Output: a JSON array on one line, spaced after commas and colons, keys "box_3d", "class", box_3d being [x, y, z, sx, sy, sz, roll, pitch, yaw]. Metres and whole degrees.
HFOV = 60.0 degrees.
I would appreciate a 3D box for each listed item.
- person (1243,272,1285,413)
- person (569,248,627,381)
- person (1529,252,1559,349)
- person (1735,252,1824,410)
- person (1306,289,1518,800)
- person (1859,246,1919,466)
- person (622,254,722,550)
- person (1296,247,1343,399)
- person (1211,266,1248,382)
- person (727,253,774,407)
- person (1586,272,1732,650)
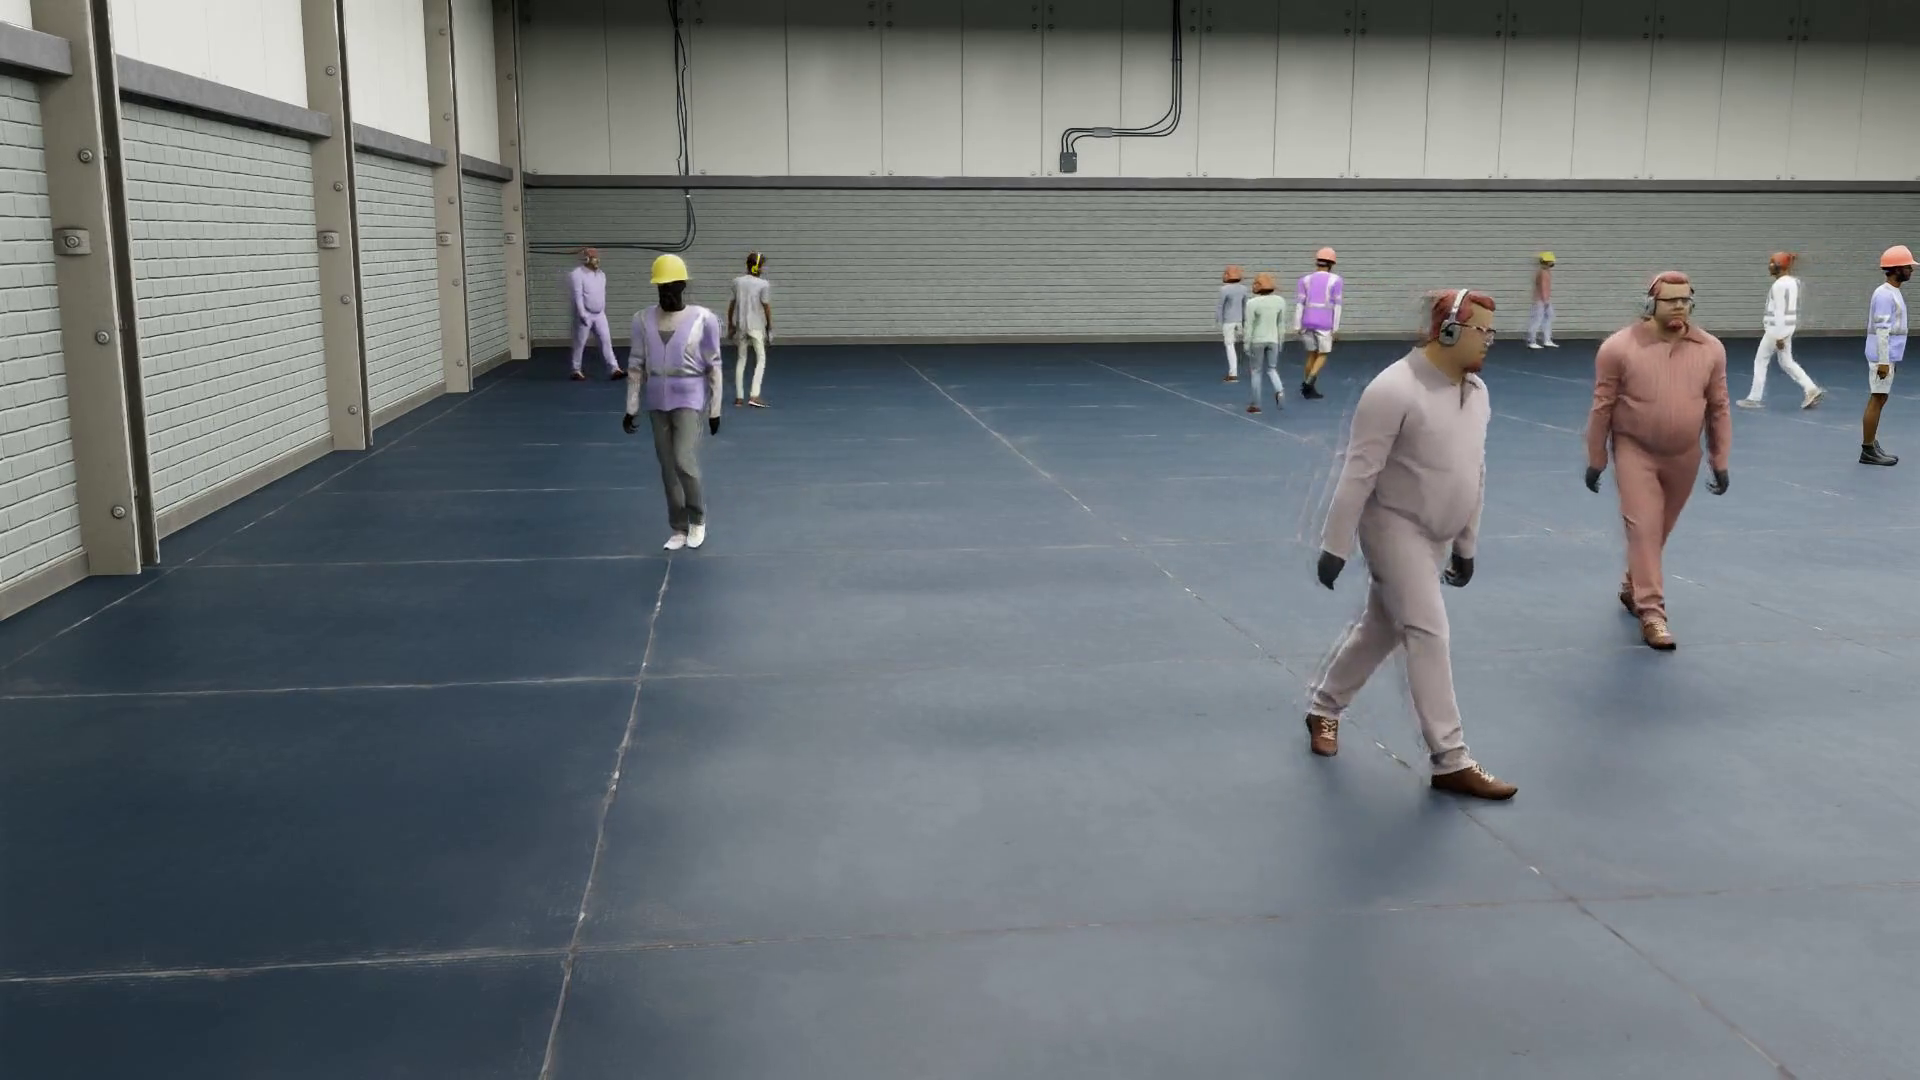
[{"box_3d": [3.483, -2.241, 18.986, 0.521, 1.619, 0.500, -3, 11, -18], "class": "person"}, {"box_3d": [-5.120, -3.140, 23.291, 0.986, 1.858, 0.651, 8, 13, 38], "class": "person"}, {"box_3d": [10.648, -4.330, 30.092, 0.642, 1.743, 0.557, 5, 11, 24], "class": "person"}, {"box_3d": [9.707, -2.453, 19.562, 0.576, 1.853, 0.878, -10, 14, -43], "class": "person"}, {"box_3d": [1.650, -0.012, 6.212, 0.954, 1.844, 0.686, 10, 14, 44], "class": "person"}, {"box_3d": [8.268, -1.639, 14.830, 0.346, 1.942, 0.546, 7, 12, 33], "class": "person"}, {"box_3d": [-1.853, -0.874, 10.711, 0.597, 1.911, 0.426, 3, 11, 18], "class": "person"}, {"box_3d": [4.420, -2.674, 20.610, 0.564, 1.905, 0.693, 8, 13, 39], "class": "person"}, {"box_3d": [3.764, -3.037, 23.386, 0.511, 1.617, 0.537, -8, 13, -37], "class": "person"}, {"box_3d": [-2.542, -2.493, 19.830, 0.588, 1.843, 0.432, 4, 11, 22], "class": "person"}, {"box_3d": [3.563, -0.436, 8.493, 0.660, 1.857, 1.029, 0, 10, 0], "class": "person"}]
